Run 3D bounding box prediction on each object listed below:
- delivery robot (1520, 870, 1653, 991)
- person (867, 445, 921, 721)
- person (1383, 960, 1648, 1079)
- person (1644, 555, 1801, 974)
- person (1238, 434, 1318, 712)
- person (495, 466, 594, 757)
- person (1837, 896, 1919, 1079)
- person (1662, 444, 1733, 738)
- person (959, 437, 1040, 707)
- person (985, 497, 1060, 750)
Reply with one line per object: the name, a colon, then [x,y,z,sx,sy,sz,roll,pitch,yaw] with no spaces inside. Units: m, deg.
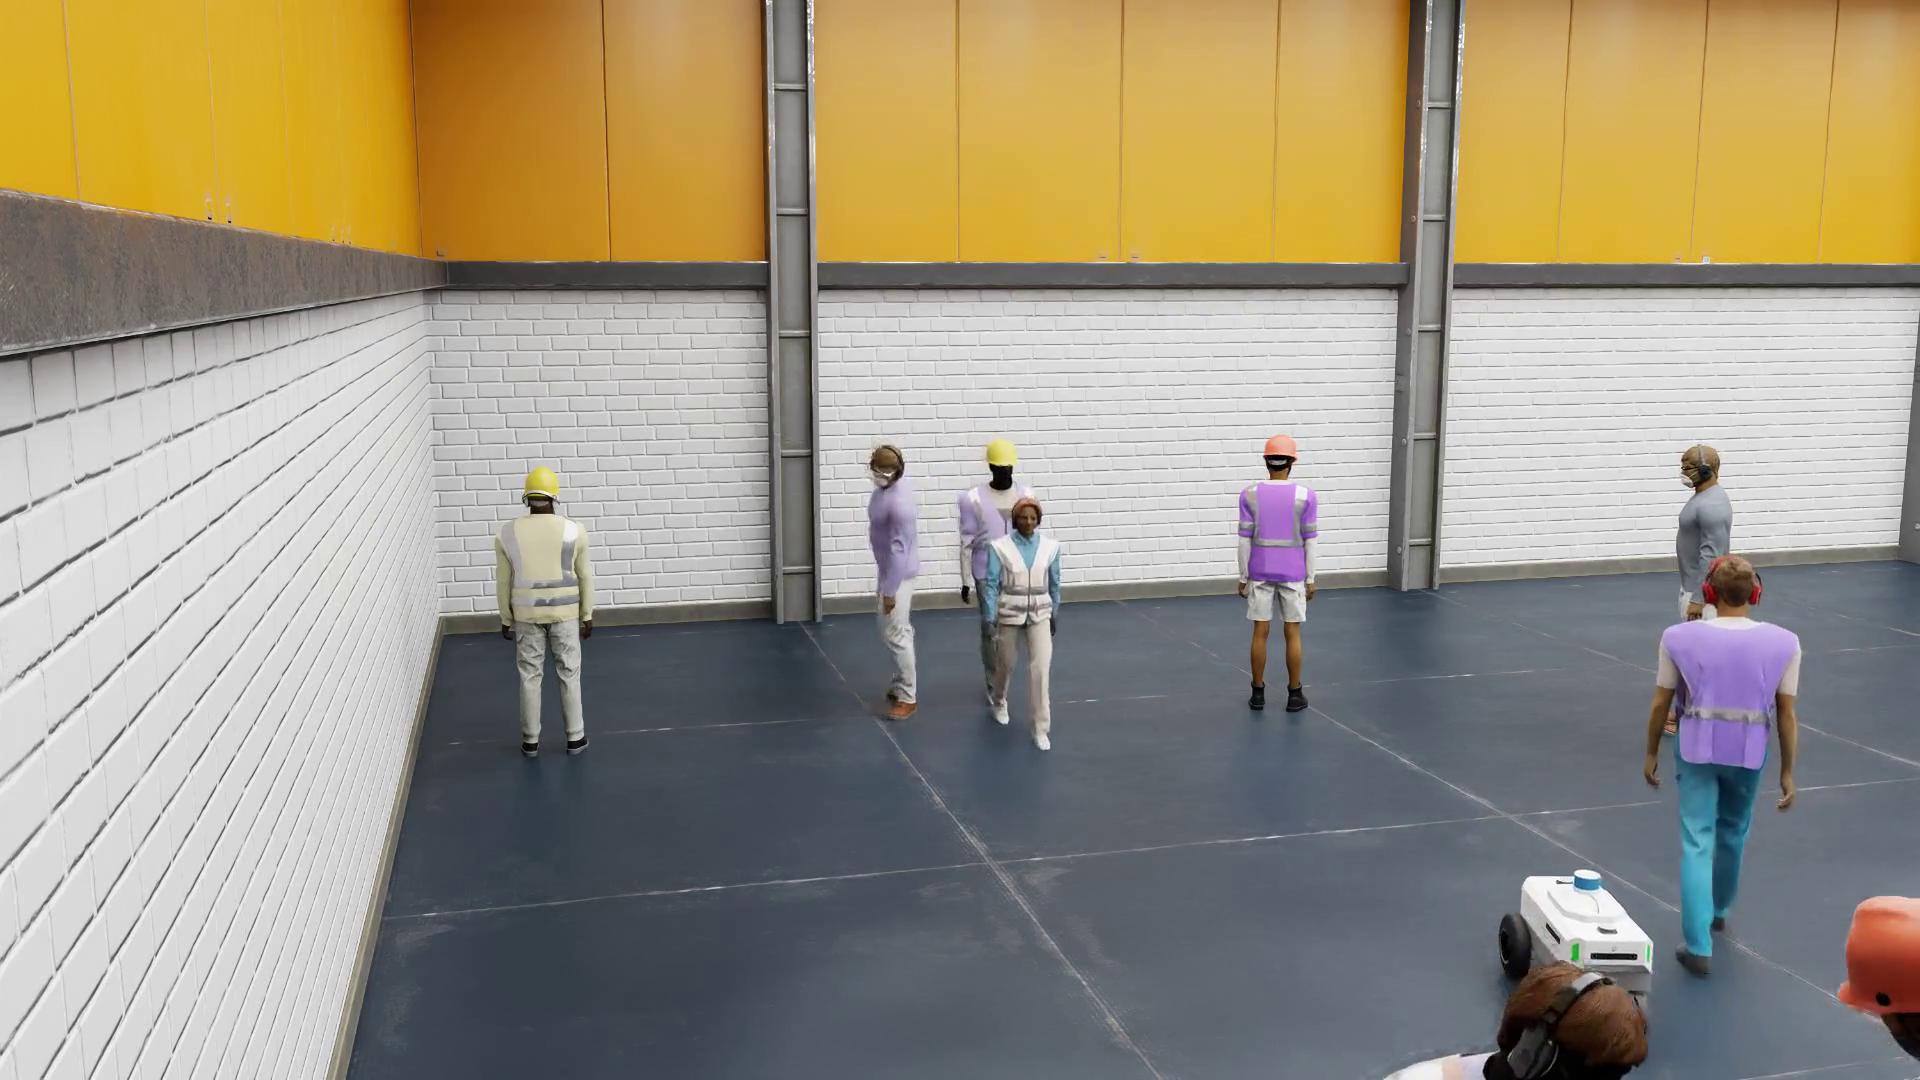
delivery robot: [2.584,1.613,6.887,0.477,0.478,0.707,0,9,2]
person: [-0.461,0.268,11.431,0.358,1.904,0.781,-2,9,-12]
person: [1.013,1.631,3.228,0.643,1.794,0.883,2,9,10]
person: [3.377,0.955,7.421,0.590,1.799,0.885,2,9,14]
person: [2.199,0.231,11.531,0.543,1.928,0.382,3,10,18]
person: [-2.596,0.452,10.449,0.597,1.832,0.404,-2,9,-10]
person: [1.867,1.616,3.040,0.592,1.880,0.874,2,9,15]
person: [4.824,0.334,10.868,0.371,1.935,0.627,3,10,20]
person: [0.256,0.202,11.797,0.597,1.909,0.658,-3,9,-16]
person: [0.399,0.500,10.897,0.524,1.607,0.850,-2,9,-11]
